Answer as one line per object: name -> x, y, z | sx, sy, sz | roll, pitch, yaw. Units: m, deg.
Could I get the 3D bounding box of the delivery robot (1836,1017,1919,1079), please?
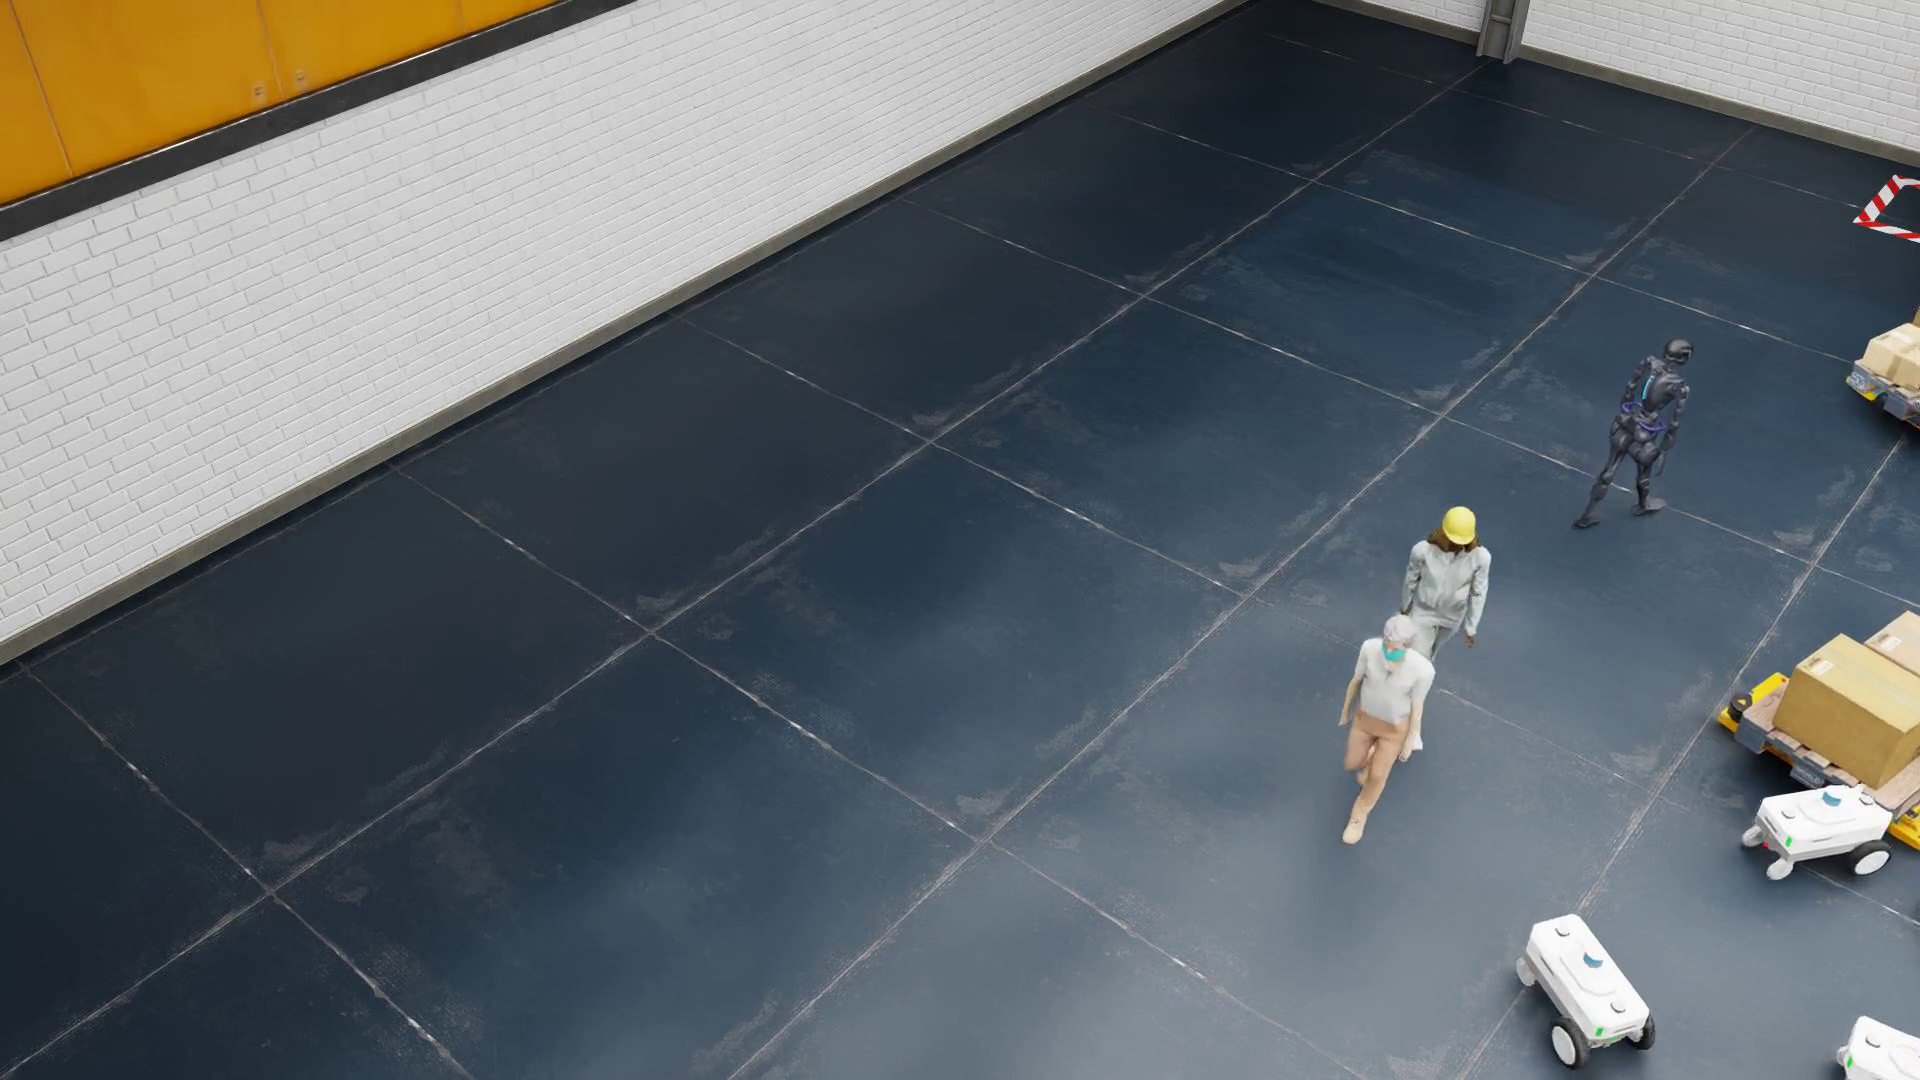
delivery robot -> 4.952, 2.813, 8.571 | 0.784, 0.599, 0.499 | 23, 44, 26

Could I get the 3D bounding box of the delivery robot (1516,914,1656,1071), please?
delivery robot -> 3.393, 2.433, 9.032 | 0.499, 0.586, 0.773 | -11, 40, -13

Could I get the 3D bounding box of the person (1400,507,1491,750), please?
person -> 3.039, 0.504, 10.522 | 0.491, 1.692, 0.931 | 3, 39, 4

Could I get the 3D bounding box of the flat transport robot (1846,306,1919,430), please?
flat transport robot -> 8.050, -1.050, 13.589 | 0.659, 0.231, 1.431 | -14, 41, -17

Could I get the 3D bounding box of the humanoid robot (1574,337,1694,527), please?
humanoid robot -> 4.995, -0.798, 12.190 | 0.768, 1.626, 0.594 | -14, 41, -17

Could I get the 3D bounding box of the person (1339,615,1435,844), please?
person -> 2.511, 1.035, 9.848 | 0.470, 1.721, 0.549 | 22, 44, 25

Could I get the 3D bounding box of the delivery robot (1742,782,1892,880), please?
delivery robot -> 5.156, 1.711, 9.950 | 0.815, 0.614, 0.499 | -7, 39, -9

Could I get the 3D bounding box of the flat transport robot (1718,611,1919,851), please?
flat transport robot -> 5.667, 1.365, 10.592 | 0.659, 0.231, 1.431 | -25, 45, -28
